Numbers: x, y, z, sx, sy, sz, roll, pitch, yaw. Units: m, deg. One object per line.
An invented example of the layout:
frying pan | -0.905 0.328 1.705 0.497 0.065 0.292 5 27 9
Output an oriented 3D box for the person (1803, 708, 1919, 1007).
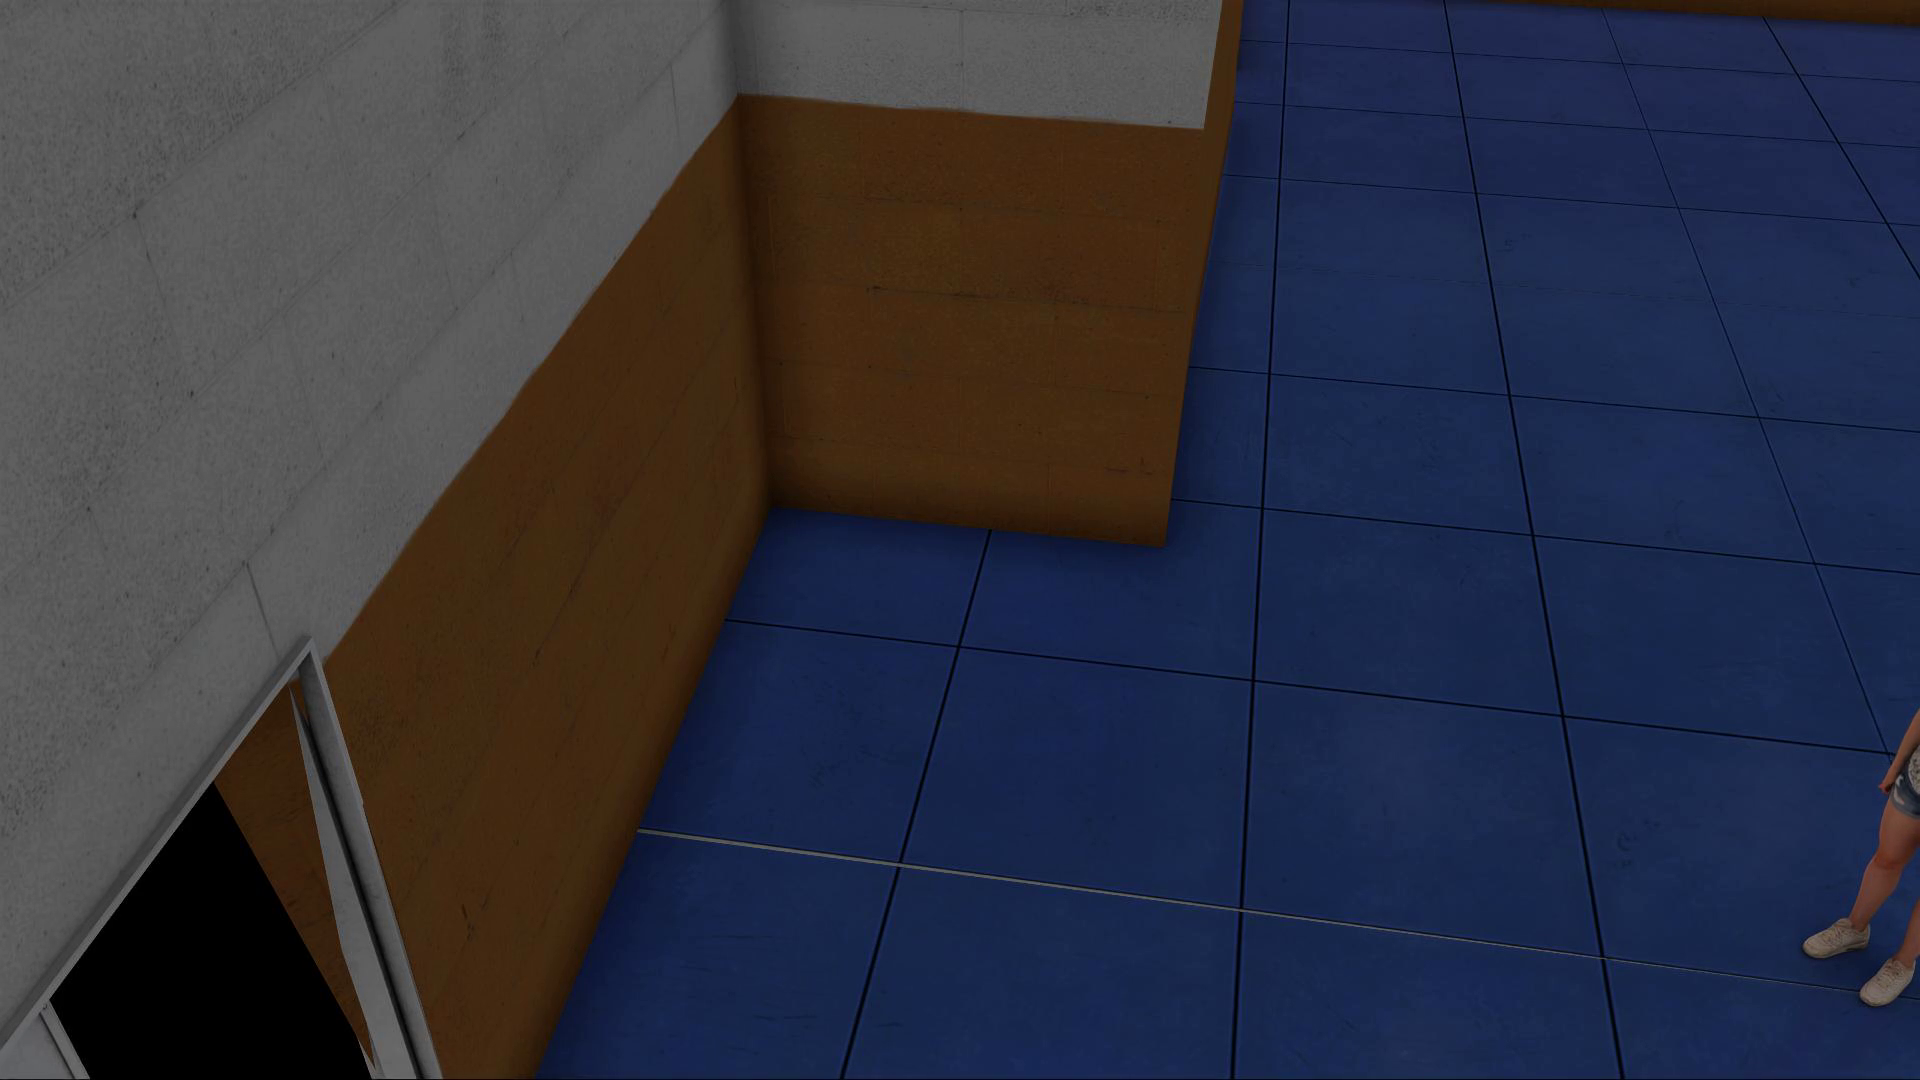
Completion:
person | 3.341 0.885 5.607 0.678 1.759 0.650 -17 40 -21
